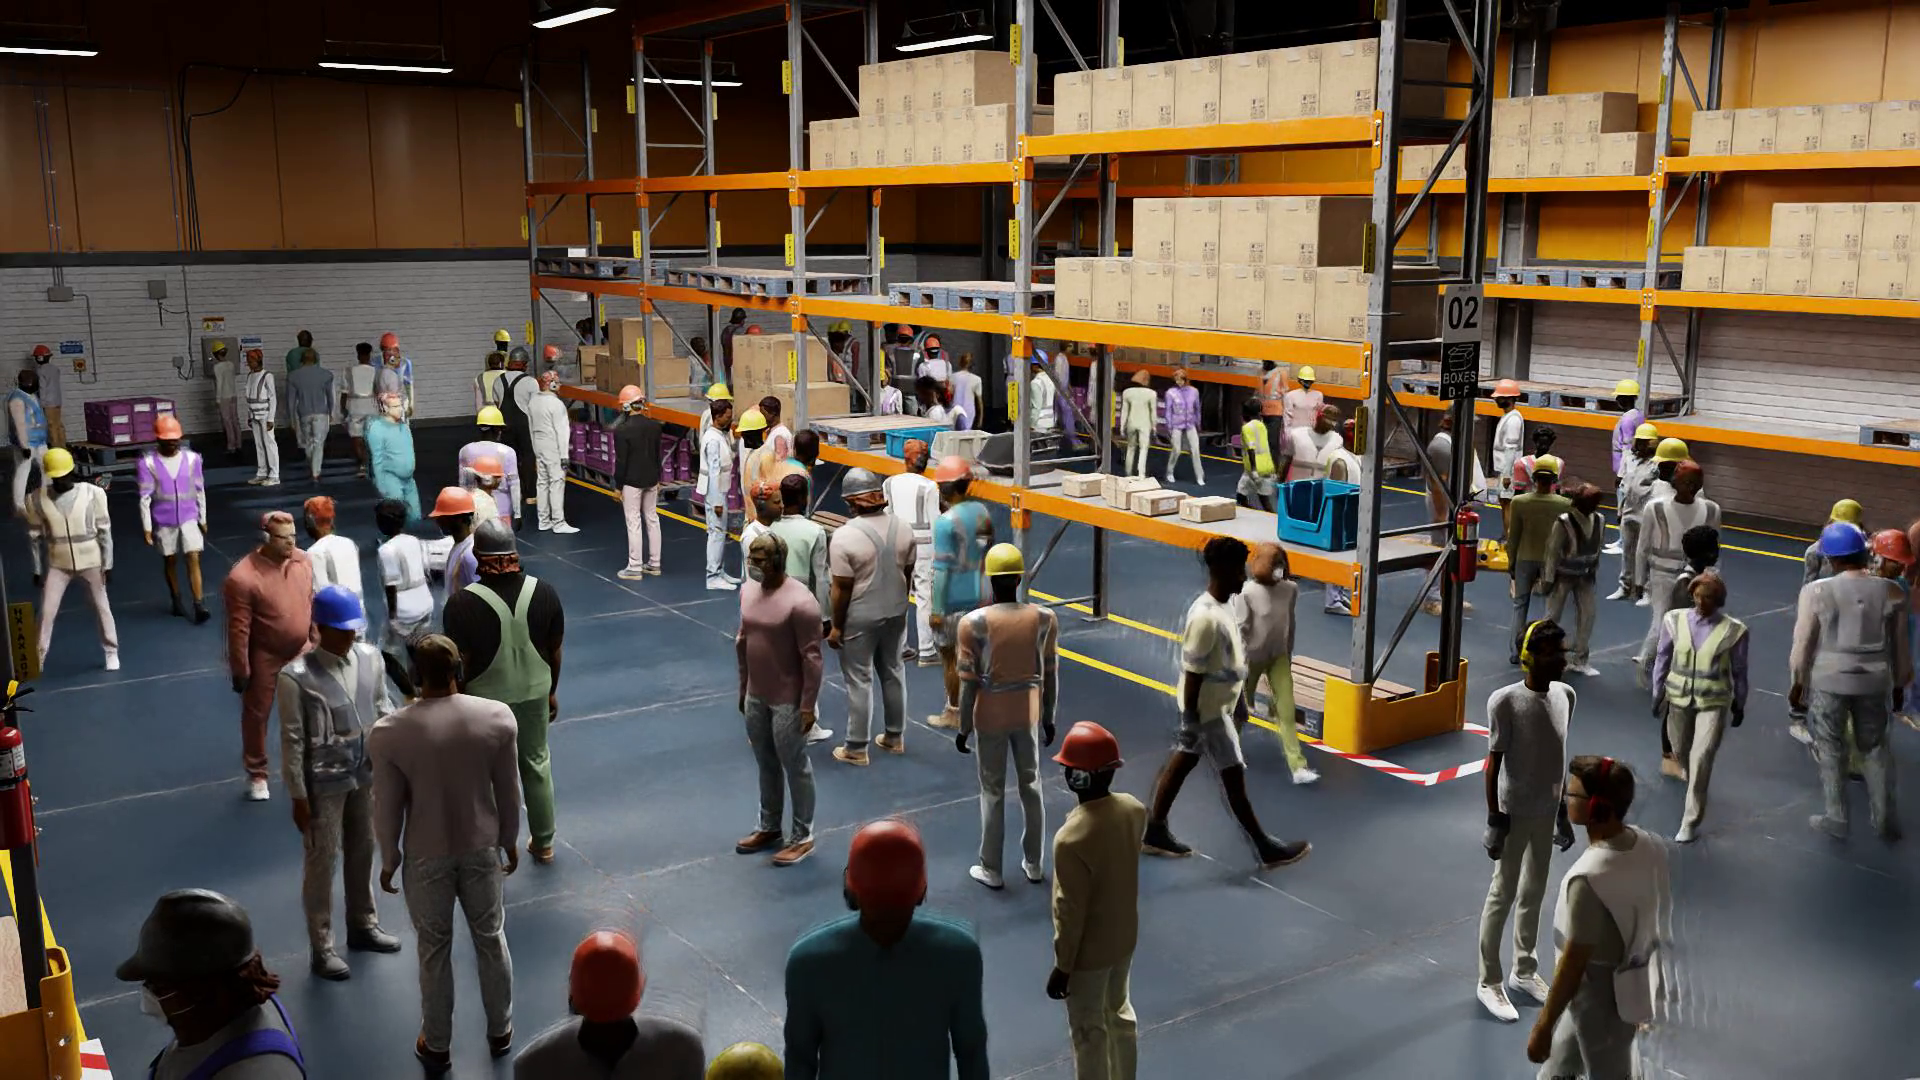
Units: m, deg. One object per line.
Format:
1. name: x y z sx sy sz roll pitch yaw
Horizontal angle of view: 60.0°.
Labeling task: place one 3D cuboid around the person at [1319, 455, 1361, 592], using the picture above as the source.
1. person: 3.871 -0.327 16.504 0.539 1.656 0.674 -9 14 -38

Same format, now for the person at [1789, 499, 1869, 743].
1. person: 6.156 0.567 11.721 0.487 1.741 0.312 -2 11 -12

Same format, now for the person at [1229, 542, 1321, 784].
1. person: 2.027 0.805 10.910 0.514 1.583 0.865 -4 12 -20

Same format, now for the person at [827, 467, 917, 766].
1. person: -0.652 0.498 11.305 0.673 2.000 0.536 -10 15 -40

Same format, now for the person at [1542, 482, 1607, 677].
1. person: 4.901 0.321 13.342 0.551 1.605 0.477 -3 12 -17

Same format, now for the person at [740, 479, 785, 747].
1. person: -1.349 0.511 11.641 0.356 1.885 0.572 1 11 6

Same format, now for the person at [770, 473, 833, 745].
1. person: -1.179 0.490 11.661 0.597 1.916 0.371 5 12 24

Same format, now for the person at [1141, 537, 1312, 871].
1. person: 1.508 0.923 9.415 1.005 1.912 0.620 3 11 14

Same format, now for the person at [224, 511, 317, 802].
1. person: -4.289 0.740 10.527 0.680 1.871 0.676 6 13 29

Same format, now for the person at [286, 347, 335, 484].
1. person: -9.010 -1.733 23.128 0.616 1.890 0.992 -2 11 -10

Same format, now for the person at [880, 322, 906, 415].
1. person: -1.123 -2.737 28.152 0.610 1.932 0.913 10 15 43

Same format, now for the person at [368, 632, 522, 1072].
1. person: -2.215 1.347 7.228 0.627 1.938 0.372 -6 12 -27

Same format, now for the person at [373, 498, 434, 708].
1. person: -4.030 0.526 12.088 0.431 1.676 0.549 1 11 7

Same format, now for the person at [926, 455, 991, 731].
1. person: 0.046 0.401 11.842 0.596 2.022 0.613 6 13 30

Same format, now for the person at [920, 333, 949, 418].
1. person: -0.418 -2.369 26.486 0.634 1.841 0.429 -6 13 -29

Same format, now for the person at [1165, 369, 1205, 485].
1. person: 3.084 -1.567 23.002 0.559 1.609 0.529 -3 11 -13

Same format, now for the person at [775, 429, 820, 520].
1. person: -1.450 -0.030 14.421 0.487 1.880 0.610 -4 12 -21

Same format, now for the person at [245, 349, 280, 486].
1. person: -9.633 -1.693 22.912 0.573 1.887 0.356 8 13 35

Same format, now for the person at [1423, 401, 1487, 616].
1. person: 4.613 -0.316 15.468 0.536 2.000 0.688 8 14 36

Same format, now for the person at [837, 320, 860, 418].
1. person: -2.057 -3.065 30.116 0.403 1.820 0.602 -9 15 -40

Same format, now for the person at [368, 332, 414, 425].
1. person: -8.189 -1.975 23.993 0.615 2.032 0.410 -5 12 -26

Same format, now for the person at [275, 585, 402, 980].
1. person: -3.013 1.166 8.164 0.447 1.936 0.638 6 13 30

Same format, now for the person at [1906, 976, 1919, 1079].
1. person: 2.538 1.925 4.242 0.603 1.946 0.389 -2 11 -9

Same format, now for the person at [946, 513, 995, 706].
1. person: 0.102 0.584 11.954 0.502 1.617 0.426 -4 12 -18

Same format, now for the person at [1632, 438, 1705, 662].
1. person: 5.785 0.119 13.576 0.399 1.918 0.584 -3 11 -14

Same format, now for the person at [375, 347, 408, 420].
1. person: -7.797 -1.701 22.921 0.400 1.901 0.645 -7 13 -33

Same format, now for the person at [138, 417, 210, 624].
1. person: -7.124 -0.170 15.106 0.574 1.882 0.985 -7 13 -32

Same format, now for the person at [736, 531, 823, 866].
1. person: -1.047 0.895 9.533 0.635 1.937 0.352 10 15 41

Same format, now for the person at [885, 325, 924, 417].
1. person: -0.841 -2.263 25.470 0.601 2.035 0.402 1 11 4

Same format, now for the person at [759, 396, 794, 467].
1. person: -1.836 -0.498 16.760 0.415 1.907 0.592 -3 11 -13

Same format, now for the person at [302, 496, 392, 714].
1. person: -4.151 0.619 11.237 0.817 1.844 0.584 4 12 18

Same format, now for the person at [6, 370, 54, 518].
1. person: -11.381 -1.188 20.520 0.755 1.805 0.672 -2 11 -9

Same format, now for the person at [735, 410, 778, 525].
1. person: -1.872 -0.249 15.423 0.386 1.922 0.594 -4 12 -20

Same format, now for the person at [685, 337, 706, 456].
1. person: -4.084 -2.228 25.786 0.349 1.839 0.503 5 12 25

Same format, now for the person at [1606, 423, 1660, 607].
1. person: 6.479 -0.244 15.856 0.284 1.746 0.492 -7 13 -31

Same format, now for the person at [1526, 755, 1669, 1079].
1. person: 2.237 1.652 6.003 0.958 1.804 0.585 8 14 35

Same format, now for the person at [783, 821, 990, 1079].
1. person: -0.228 1.756 5.025 0.636 1.974 0.570 -1 11 -5

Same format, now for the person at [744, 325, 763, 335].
1. person: -3.232 -2.382 26.161 0.382 1.995 0.612 -2 11 -10

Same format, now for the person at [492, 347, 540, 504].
1. person: -5.660 -1.491 21.481 0.683 2.000 0.536 4 12 20

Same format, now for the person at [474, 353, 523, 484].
1. person: -6.306 -1.645 22.802 0.620 1.837 0.429 -1 11 -3

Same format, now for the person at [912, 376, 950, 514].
1. person: -0.205 -0.857 18.581 0.674 1.945 0.719 0 11 1

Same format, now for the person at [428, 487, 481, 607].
1. person: -3.284 0.602 11.038 0.375 1.935 0.551 -5 12 -25

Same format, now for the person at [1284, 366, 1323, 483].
1. person: 4.486 -1.390 21.700 0.528 1.761 0.349 -2 11 -9

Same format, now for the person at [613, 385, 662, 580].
1. person: -3.296 -0.591 16.998 0.380 1.993 0.610 8 14 36

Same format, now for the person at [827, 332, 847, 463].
1. person: -1.881 -2.152 25.058 0.362 1.962 0.614 -6 12 -27

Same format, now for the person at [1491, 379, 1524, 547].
1. person: 5.967 -0.795 18.225 0.380 1.933 0.547 3 11 13

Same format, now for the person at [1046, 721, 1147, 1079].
1. person: 0.509 1.567 6.565 0.339 1.752 0.564 8 13 35
